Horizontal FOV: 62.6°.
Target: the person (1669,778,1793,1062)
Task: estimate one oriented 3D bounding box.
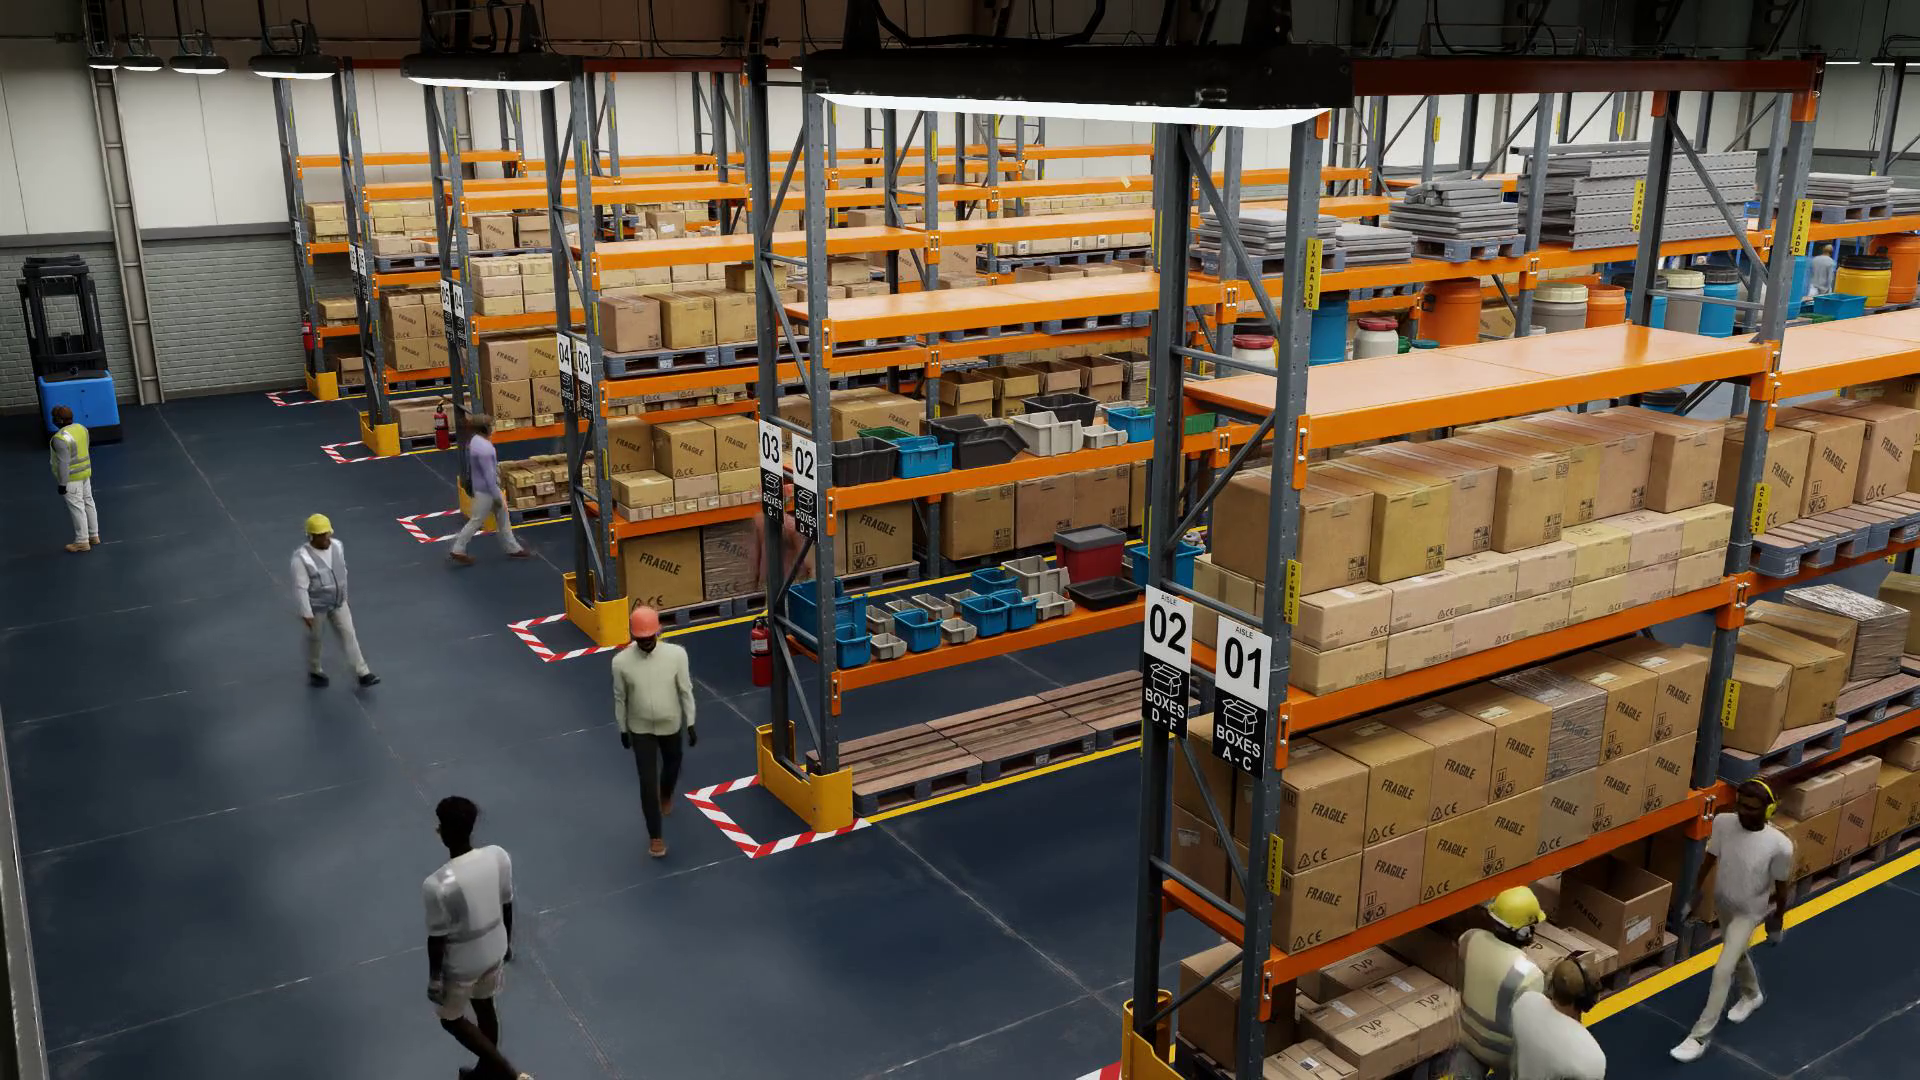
[{"bbox_3d":[4.853,2.297,9.815,1.017,1.822,0.506,-9,19,-28],"label":"person"}]

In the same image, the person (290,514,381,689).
[{"bbox_3d":[-6.138,0.617,15.364,0.934,1.778,0.623,11,20,32],"label":"person"}]

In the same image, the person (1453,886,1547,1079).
[{"bbox_3d":[2.981,2.684,8.574,0.928,1.785,0.622,-8,19,-24],"label":"person"}]

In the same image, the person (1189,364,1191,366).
[{"bbox_3d":[3.537,-1.866,23.753,0.523,1.639,0.306,14,22,38],"label":"person"}]

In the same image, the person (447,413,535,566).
[{"bbox_3d":[-5.820,-0.619,19.252,1.019,1.901,0.638,-5,18,-16],"label":"person"}]

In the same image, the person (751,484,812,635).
[{"bbox_3d":[-1.818,0.325,16.062,0.638,1.947,1.014,11,20,33],"label":"person"}]

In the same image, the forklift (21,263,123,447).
[{"bbox_3d":[-14.518,-3.079,25.708,1.129,2.768,1.873,-10,20,-31],"label":"forklift"}]

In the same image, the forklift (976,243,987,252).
[{"bbox_3d":[0.988,-5.474,34.718,1.214,2.155,2.313,-10,20,-31],"label":"forklift"}]

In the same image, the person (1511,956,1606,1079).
[{"bbox_3d":[2.903,2.884,7.770,1.005,1.891,0.644,-6,18,-18],"label":"person"}]

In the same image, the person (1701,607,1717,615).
[{"bbox_3d":[8.555,-0.142,17.668,0.377,1.886,0.615,7,18,22],"label":"person"}]

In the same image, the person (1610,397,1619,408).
[{"bbox_3d":[10.327,-2.208,24.488,0.602,1.860,1.010,11,20,32],"label":"person"}]

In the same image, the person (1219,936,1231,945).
[{"bbox_3d":[2.247,1.848,10.949,0.860,2.016,0.613,-11,20,-33],"label":"person"}]

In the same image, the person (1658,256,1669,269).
[{"bbox_3d":[18.503,-7.496,41.963,0.614,1.780,1.000,12,21,34],"label":"person"}]

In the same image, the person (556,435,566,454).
[{"bbox_3d":[-5.767,-1.915,23.423,0.791,1.918,0.656,-15,23,-41],"label":"person"}]

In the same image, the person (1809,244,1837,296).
[{"bbox_3d":[19.929,-5.911,36.602,1.014,1.897,0.636,-9,19,-28],"label":"person"}]

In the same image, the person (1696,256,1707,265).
[{"bbox_3d":[16.119,-5.263,34.485,0.775,1.887,0.657,-3,17,-9],"label":"person"}]

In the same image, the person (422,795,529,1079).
[{"bbox_3d":[-2.795,2.416,9.176,0.597,1.951,0.620,9,19,28],"label":"person"}]

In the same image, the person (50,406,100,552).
[{"bbox_3d":[-11.181,-0.788,19.880,0.429,1.844,0.624,0,17,-1],"label":"person"}]

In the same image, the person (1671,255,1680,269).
[{"bbox_3d":[16.955,-6.081,37.108,0.855,1.918,0.602,1,17,2],"label":"person"}]

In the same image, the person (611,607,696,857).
[{"bbox_3d":[-2.410,1.412,12.454,0.608,1.969,0.888,-5,18,-15],"label":"person"}]
